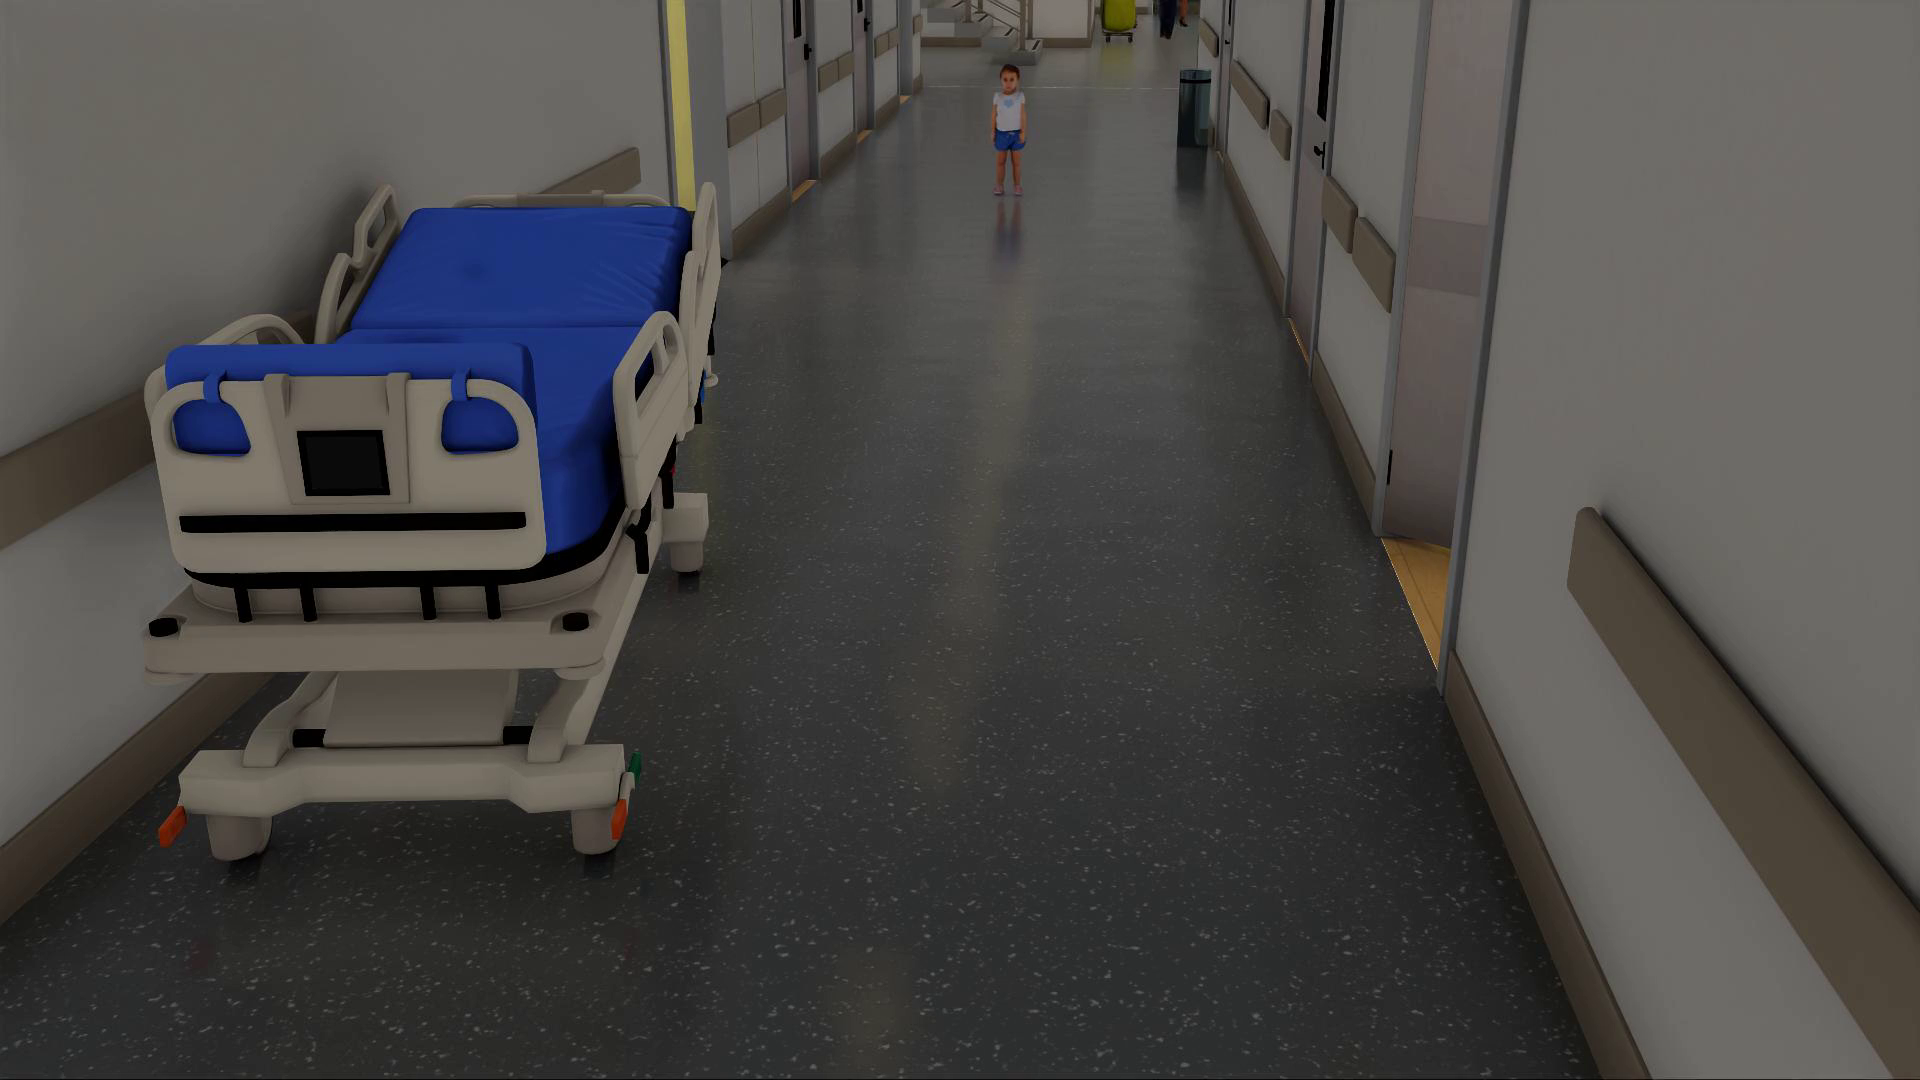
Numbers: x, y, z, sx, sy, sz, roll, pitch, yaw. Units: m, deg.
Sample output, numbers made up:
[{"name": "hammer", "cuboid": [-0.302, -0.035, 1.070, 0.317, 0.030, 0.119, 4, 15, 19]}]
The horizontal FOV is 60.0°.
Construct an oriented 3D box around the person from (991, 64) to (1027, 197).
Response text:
[{"name": "person", "cuboid": [0.395, -3.261, 13.229, 0.376, 1.019, 0.492, 4, 21, 9]}]
